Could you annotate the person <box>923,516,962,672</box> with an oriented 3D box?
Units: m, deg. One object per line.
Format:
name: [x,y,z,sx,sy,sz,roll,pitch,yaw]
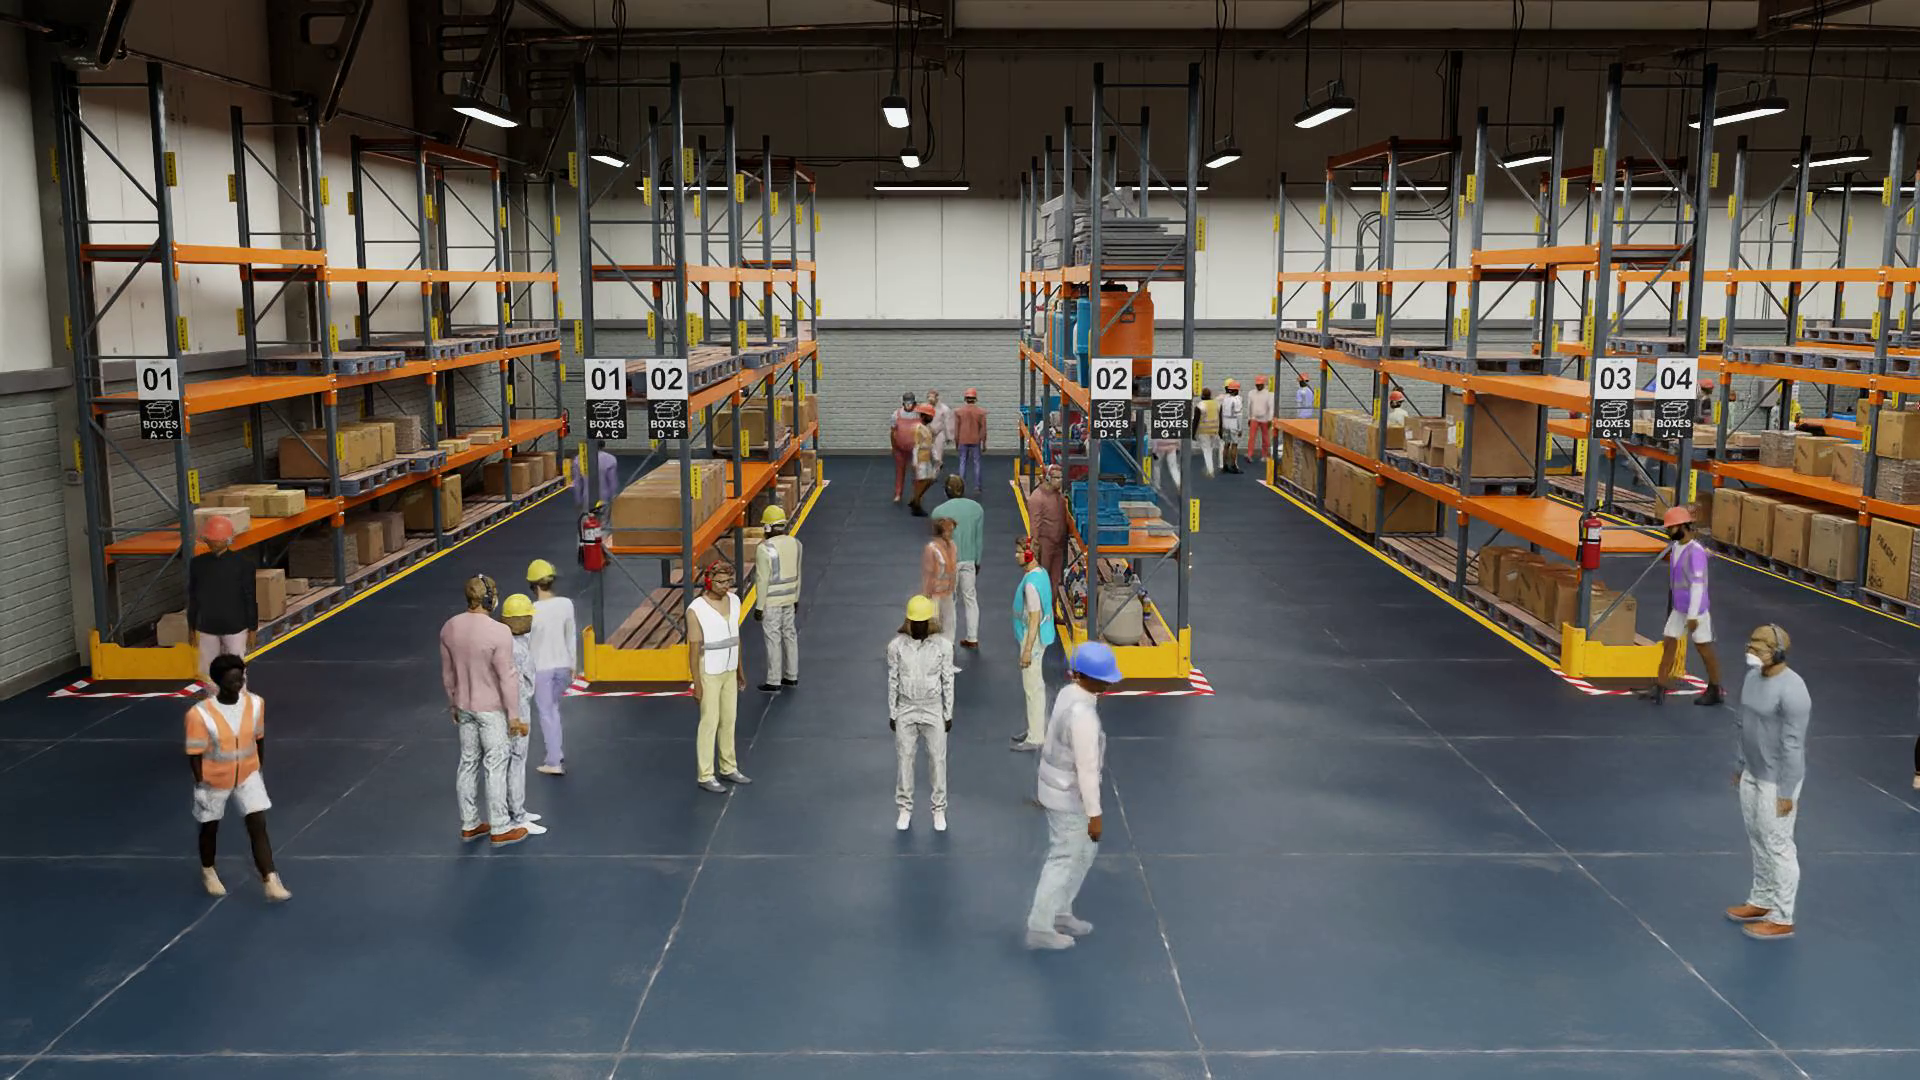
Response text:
person: [-0.259,0.546,16.991,0.530,1.624,0.526,6,11,35]

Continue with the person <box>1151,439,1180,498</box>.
person: [3.820,-1.684,30.721,0.629,1.814,0.828,-3,9,-18]

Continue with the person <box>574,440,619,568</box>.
person: [-5.033,-0.543,22.994,0.626,1.927,0.546,2,9,10]

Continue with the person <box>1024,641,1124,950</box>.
person: [0.657,1.516,9.828,0.602,1.900,0.632,0,9,0]

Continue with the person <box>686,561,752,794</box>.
person: [-1.915,1.060,13.010,0.402,1.831,0.571,5,10,31]

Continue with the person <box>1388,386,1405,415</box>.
person: [9.021,-2.303,34.622,0.557,1.837,0.517,-7,11,-39]

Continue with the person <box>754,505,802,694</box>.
person: [-1.784,0.574,16.118,0.404,1.830,0.599,6,11,36]

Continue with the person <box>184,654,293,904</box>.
person: [-4.655,1.523,10.596,0.838,1.639,0.541,8,12,43]

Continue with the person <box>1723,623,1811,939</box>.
person: [4.934,1.456,10.158,0.384,1.931,0.633,0,9,0]

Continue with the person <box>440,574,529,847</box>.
person: [-3.361,1.199,11.754,0.635,1.939,0.361,4,10,27]

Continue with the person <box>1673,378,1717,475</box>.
person: [15.185,-2.331,34.234,0.889,2.021,0.616,1,9,8]

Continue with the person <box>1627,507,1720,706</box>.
person: [6.767,0.634,15.586,0.943,1.865,0.641,-1,9,-4]

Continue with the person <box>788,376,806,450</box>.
person: [-3.583,-2.629,36.452,0.389,1.919,0.588,3,9,19]

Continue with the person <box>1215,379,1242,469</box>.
person: [5.701,-2.465,35.367,0.593,1.924,0.381,2,9,11]

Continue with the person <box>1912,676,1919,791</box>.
person: [7.582,1.155,12.814,0.322,1.697,0.535,2,9,11]

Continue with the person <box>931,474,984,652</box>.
person: [-0.033,0.249,17.905,0.629,1.933,0.364,-5,10,-27]

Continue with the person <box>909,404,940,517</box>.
person: [-0.622,-1.354,28.309,0.489,1.899,0.596,3,9,20]

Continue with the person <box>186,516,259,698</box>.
person: [-6.451,0.758,14.521,0.705,1.973,0.499,1,9,6]

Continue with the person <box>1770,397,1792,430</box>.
person: [16.954,-2.204,34.310,0.486,1.738,0.320,-1,9,-8]

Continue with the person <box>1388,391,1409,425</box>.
person: [7.943,-1.717,30.339,0.376,1.995,0.609,7,11,38]

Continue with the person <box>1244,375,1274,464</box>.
person: [6.557,-2.635,36.447,0.633,1.925,1.039,4,10,25]

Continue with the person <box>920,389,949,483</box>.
person: [-0.467,-2.085,33.101,0.664,1.875,0.739,4,10,26]

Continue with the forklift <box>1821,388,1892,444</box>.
forklift: [20.072,-3.110,36.462,1.873,2.768,1.129,0,9,0]

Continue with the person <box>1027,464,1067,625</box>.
person: [1.039,0.073,19.146,0.399,1.900,0.648,6,11,35]

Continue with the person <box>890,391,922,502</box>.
person: [-0.924,-1.687,29.998,0.679,2.000,0.537,0,9,3]

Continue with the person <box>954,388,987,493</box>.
person: [0.197,-1.862,31.322,0.610,1.984,0.410,1,9,4]

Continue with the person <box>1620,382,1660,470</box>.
person: [14.488,-2.385,35.015,0.970,1.878,0.601,-3,9,-18]

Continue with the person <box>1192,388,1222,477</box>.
person: [5.001,-2.208,34.081,0.634,1.808,0.813,-4,10,-24]

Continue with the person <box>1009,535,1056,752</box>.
person: [0.618,0.876,14.134,0.382,1.845,0.571,1,9,6]

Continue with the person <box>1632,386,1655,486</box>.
person: [13.375,-2.031,32.500,0.389,1.949,0.603,1,9,7]

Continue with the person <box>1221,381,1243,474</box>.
person: [5.664,-2.341,34.530,0.356,1.936,0.551,-6,11,-33]

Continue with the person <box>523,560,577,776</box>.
person: [-3.391,1.023,13.457,0.523,1.749,0.547,7,11,37]

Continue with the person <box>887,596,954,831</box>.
person: [-0.286,1.253,12.063,0.485,1.737,0.322,1,9,5]

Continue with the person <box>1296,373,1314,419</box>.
person: [7.755,-2.806,37.557,0.543,1.928,0.380,-7,11,-38]

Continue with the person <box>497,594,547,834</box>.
person: [-3.187,1.249,12.061,0.305,1.745,0.483,-3,9,-18]
